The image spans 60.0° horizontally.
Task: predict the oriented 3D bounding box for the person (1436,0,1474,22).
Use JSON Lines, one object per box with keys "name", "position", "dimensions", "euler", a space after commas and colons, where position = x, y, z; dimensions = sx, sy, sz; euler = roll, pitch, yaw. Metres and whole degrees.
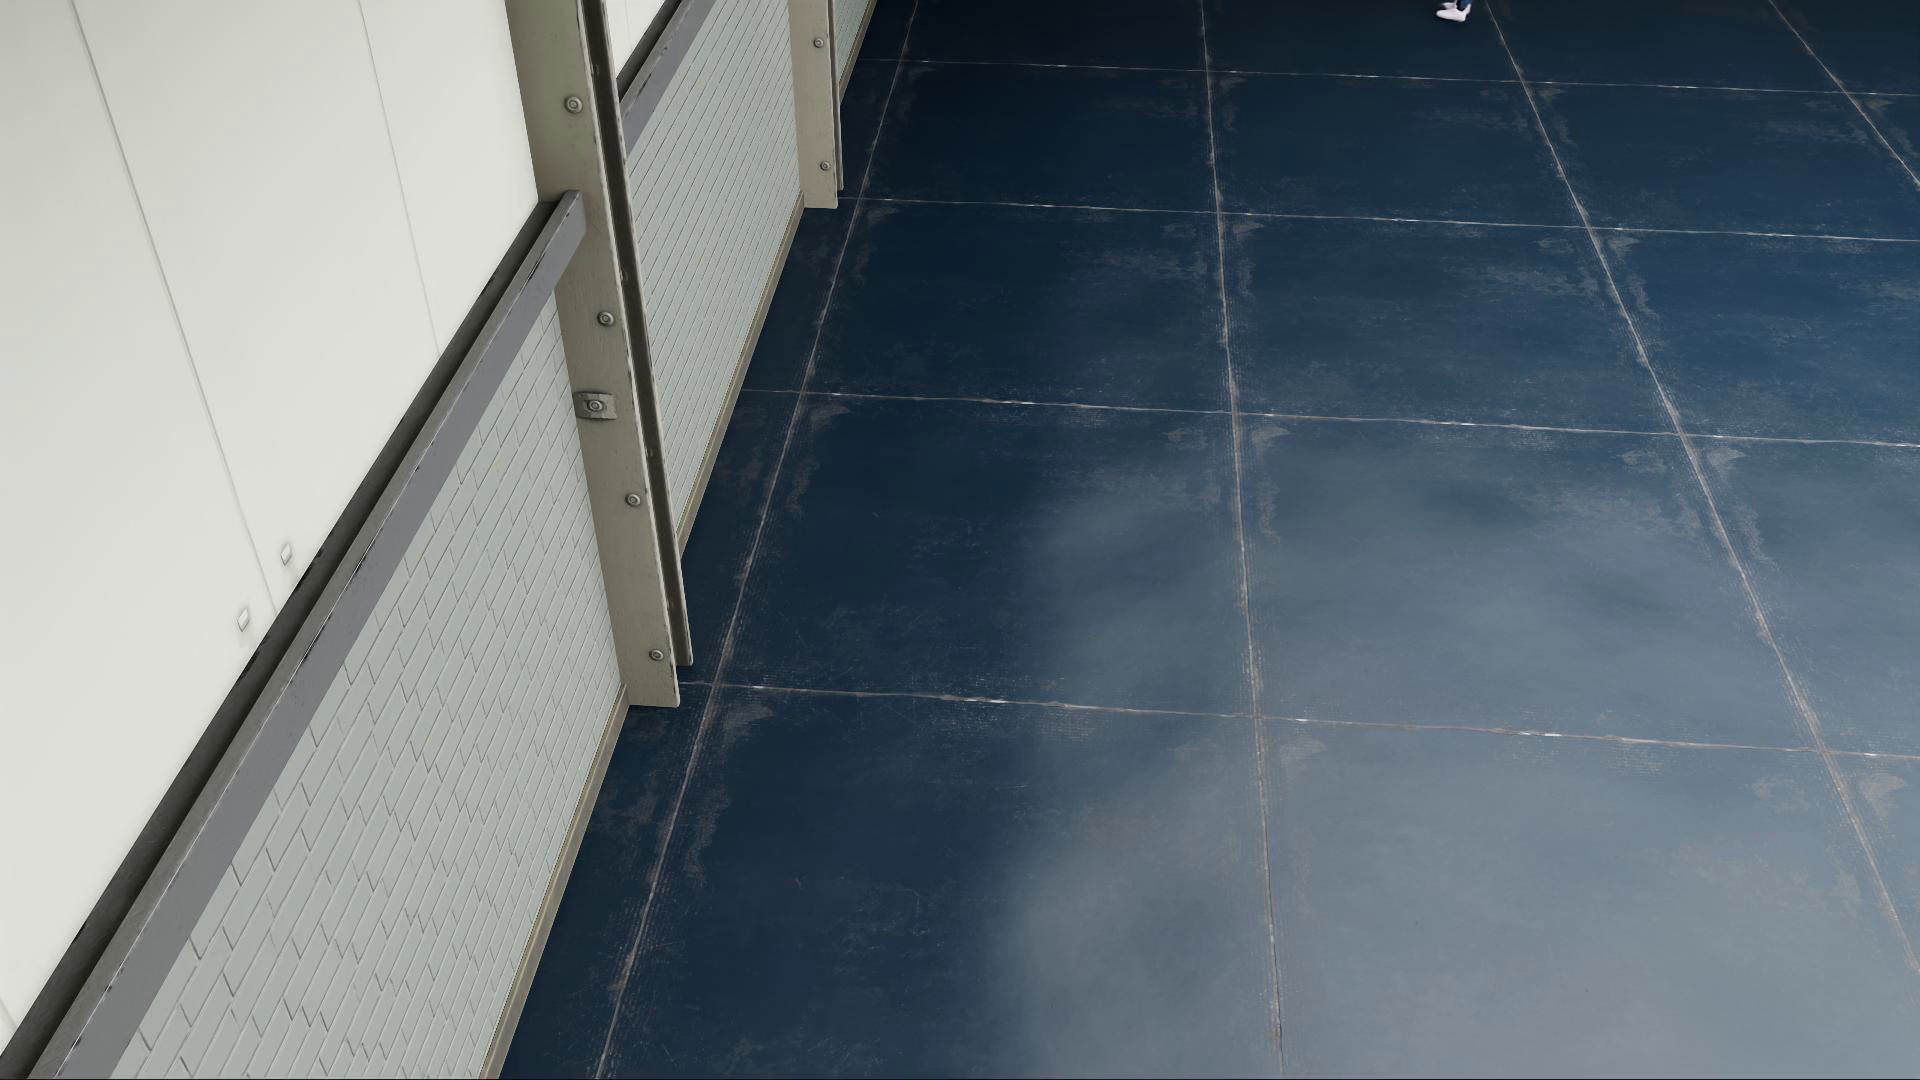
{"name": "person", "position": [5.159, -6.180, 16.701], "dimensions": [0.842, 1.864, 0.671], "euler": [18, 42, 22]}
